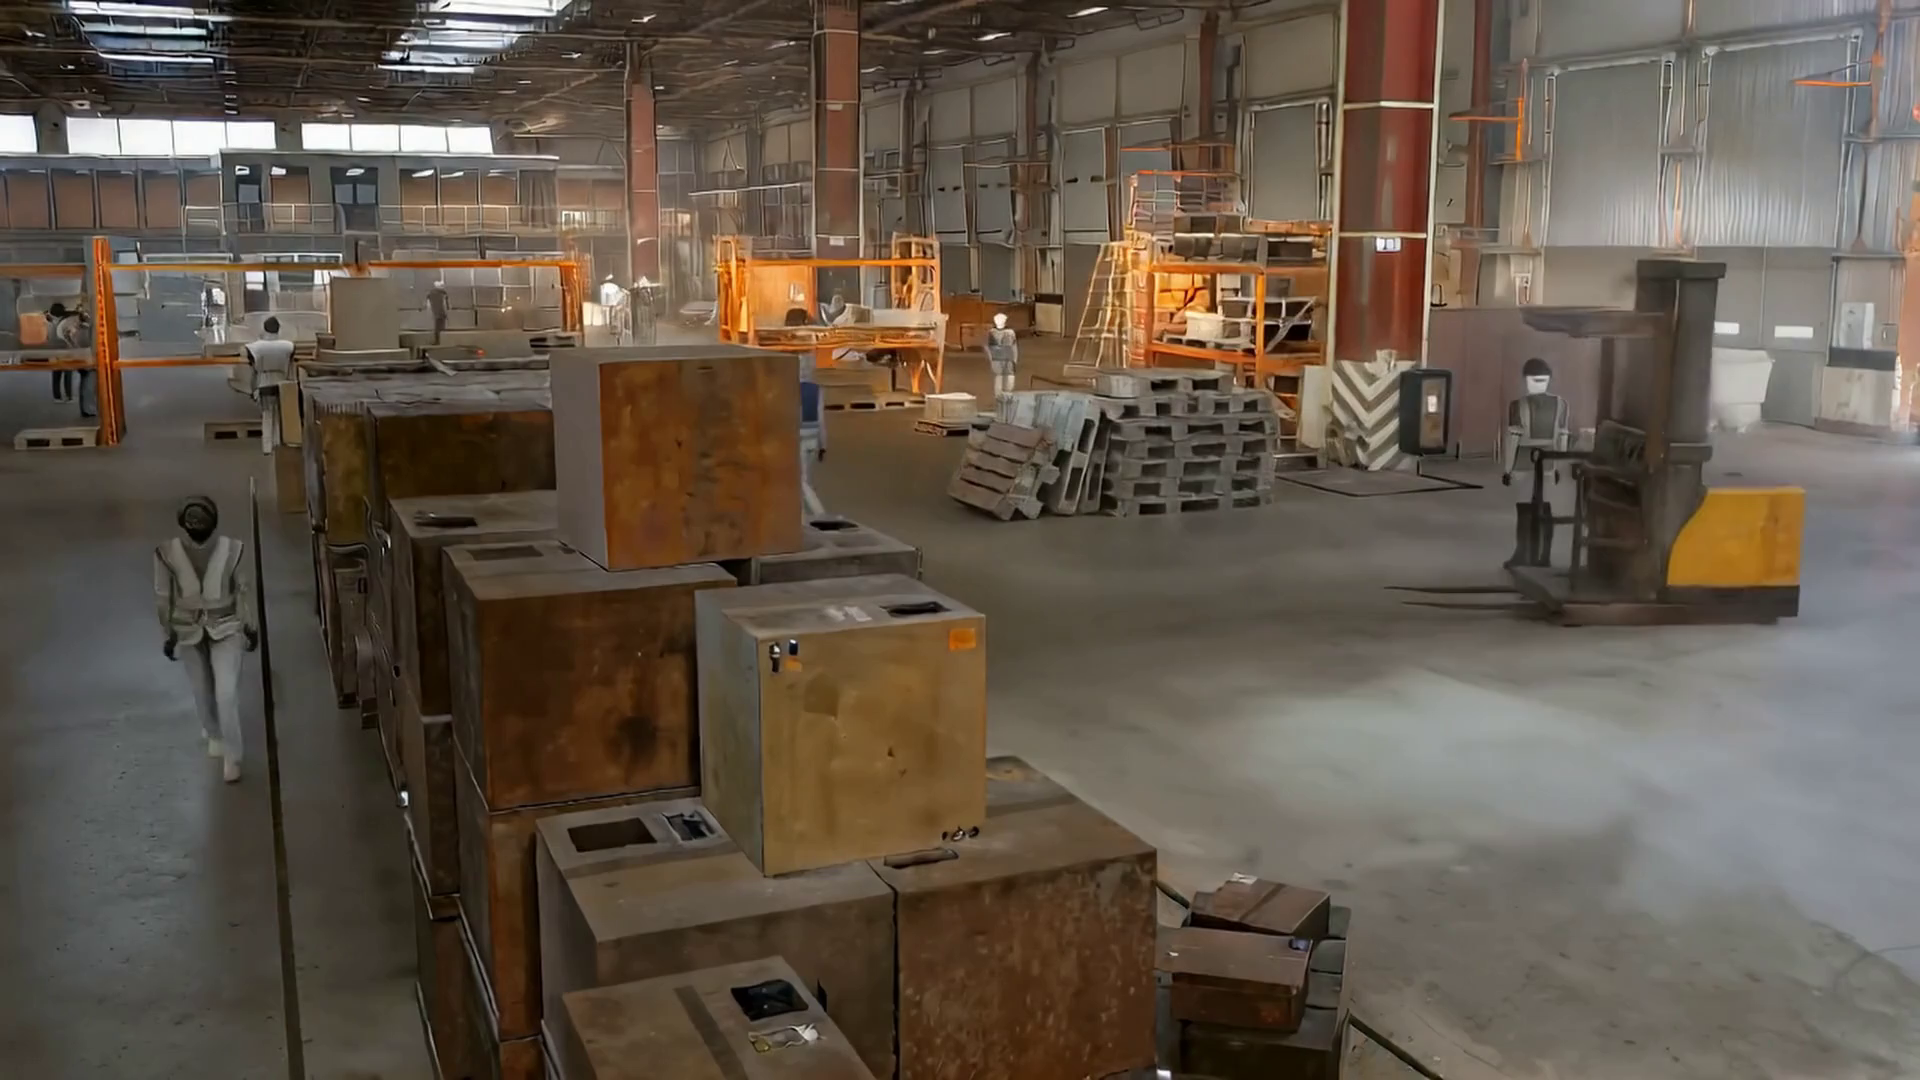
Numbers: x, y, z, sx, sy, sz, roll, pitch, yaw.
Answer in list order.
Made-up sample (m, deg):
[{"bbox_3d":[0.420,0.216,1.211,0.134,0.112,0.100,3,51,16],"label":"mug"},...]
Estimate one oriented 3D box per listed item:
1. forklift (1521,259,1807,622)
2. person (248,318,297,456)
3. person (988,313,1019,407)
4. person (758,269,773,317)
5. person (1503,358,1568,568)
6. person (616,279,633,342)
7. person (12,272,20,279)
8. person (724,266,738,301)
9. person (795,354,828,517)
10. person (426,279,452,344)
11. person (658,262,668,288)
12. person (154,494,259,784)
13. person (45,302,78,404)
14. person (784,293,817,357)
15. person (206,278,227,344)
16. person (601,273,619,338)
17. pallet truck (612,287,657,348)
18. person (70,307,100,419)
[{"bbox_3d":[5.627,-0.822,13.218,1.873,2.768,1.129,0,10,1],"label":"forklift"},{"bbox_3d":[-9.459,-2.098,22.941,0.593,1.909,0.409,-4,11,-21],"label":"person"},{"bbox_3d":[0.769,-3.177,29.501,0.560,1.685,0.444,0,10,1],"label":"person"},{"bbox_3d":[-7.406,-9.402,63.411,0.519,1.822,0.650,6,12,30],"label":"person"},{"bbox_3d":[5.175,-0.674,15.027,0.543,1.928,0.371,-1,10,-6],"label":"person"},{"bbox_3d":[-9.721,-6.657,48.246,0.634,1.839,0.429,6,12,32],"label":"person"},{"bbox_3d":[-34.850,-9.028,61.288,0.784,1.861,0.593,-3,11,-17],"label":"person"},{"bbox_3d":[-9.502,-10.446,68.932,0.602,1.907,0.487,-4,11,-21],"label":"person"},{"bbox_3d":[-1.536,-0.926,16.644,0.848,1.862,0.581,8,13,37],"label":"person"},{"bbox_3d":[-13.931,-6.039,44.604,0.655,1.915,0.717,2,10,9],"label":"person"},{"bbox_3d":[-13.277,-11.384,73.907,0.618,1.986,0.407,-4,11,-19],"label":"person"},{"bbox_3d":[-4.228,0.522,9.364,0.511,1.595,0.885,-3,11,-18],"label":"person"},{"bbox_3d":[-16.370,-3.402,30.296,0.508,1.842,0.332,2,10,9],"label":"person"},{"bbox_3d":[-3.217,-4.033,33.596,0.679,1.898,0.530,1,10,5],"label":"person"},{"bbox_3d":[-20.088,-6.085,44.861,0.412,1.925,0.555,6,12,30],"label":"person"},{"bbox_3d":[-10.517,-7.033,50.019,0.605,1.949,0.384,-8,13,-36],"label":"person"},{"bbox_3d":[-6.464,-4.406,35.401,0.823,1.965,1.885,6,12,32],"label":"pallet truck"},{"bbox_3d":[-14.558,-2.951,27.757,0.328,1.865,0.521,4,11,20],"label":"person"}]
